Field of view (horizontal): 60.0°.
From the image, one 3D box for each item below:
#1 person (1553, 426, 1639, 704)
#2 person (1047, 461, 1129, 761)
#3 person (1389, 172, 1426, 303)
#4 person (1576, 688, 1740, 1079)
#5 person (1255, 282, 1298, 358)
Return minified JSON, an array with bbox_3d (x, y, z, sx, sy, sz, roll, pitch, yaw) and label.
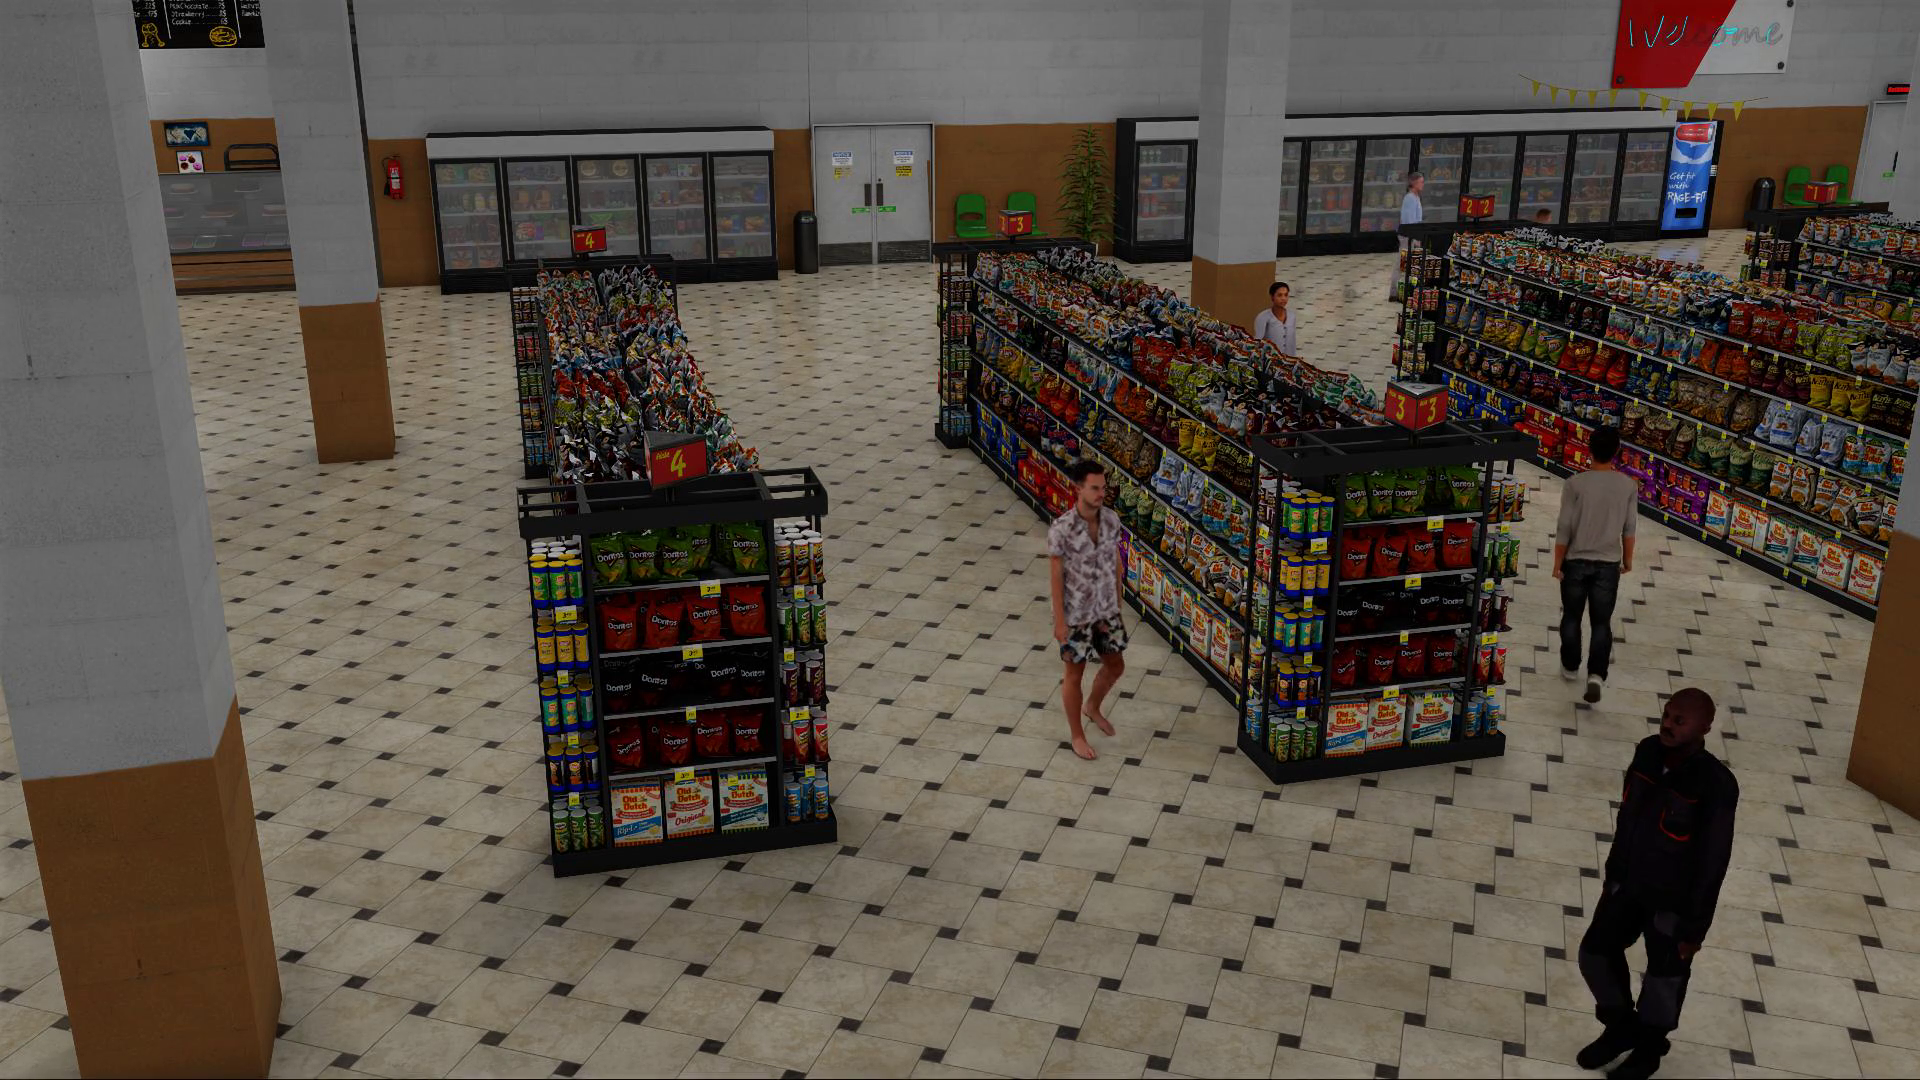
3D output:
[{"bbox_3d":[4.112,0.176,10.755,0.975,1.785,1.175,4,19,11],"label":"person"},{"bbox_3d":[0.730,0.387,10.100,0.748,1.805,0.744,-9,21,-24],"label":"person"},{"bbox_3d":[6.422,-4.363,24.084,0.972,1.870,0.917,10,21,26],"label":"person"},{"bbox_3d":[2.998,1.435,6.972,0.848,1.818,0.696,-10,21,-28],"label":"person"},{"bbox_3d":[3.081,-1.676,16.325,0.658,1.736,0.560,-7,20,-21],"label":"person"}]
